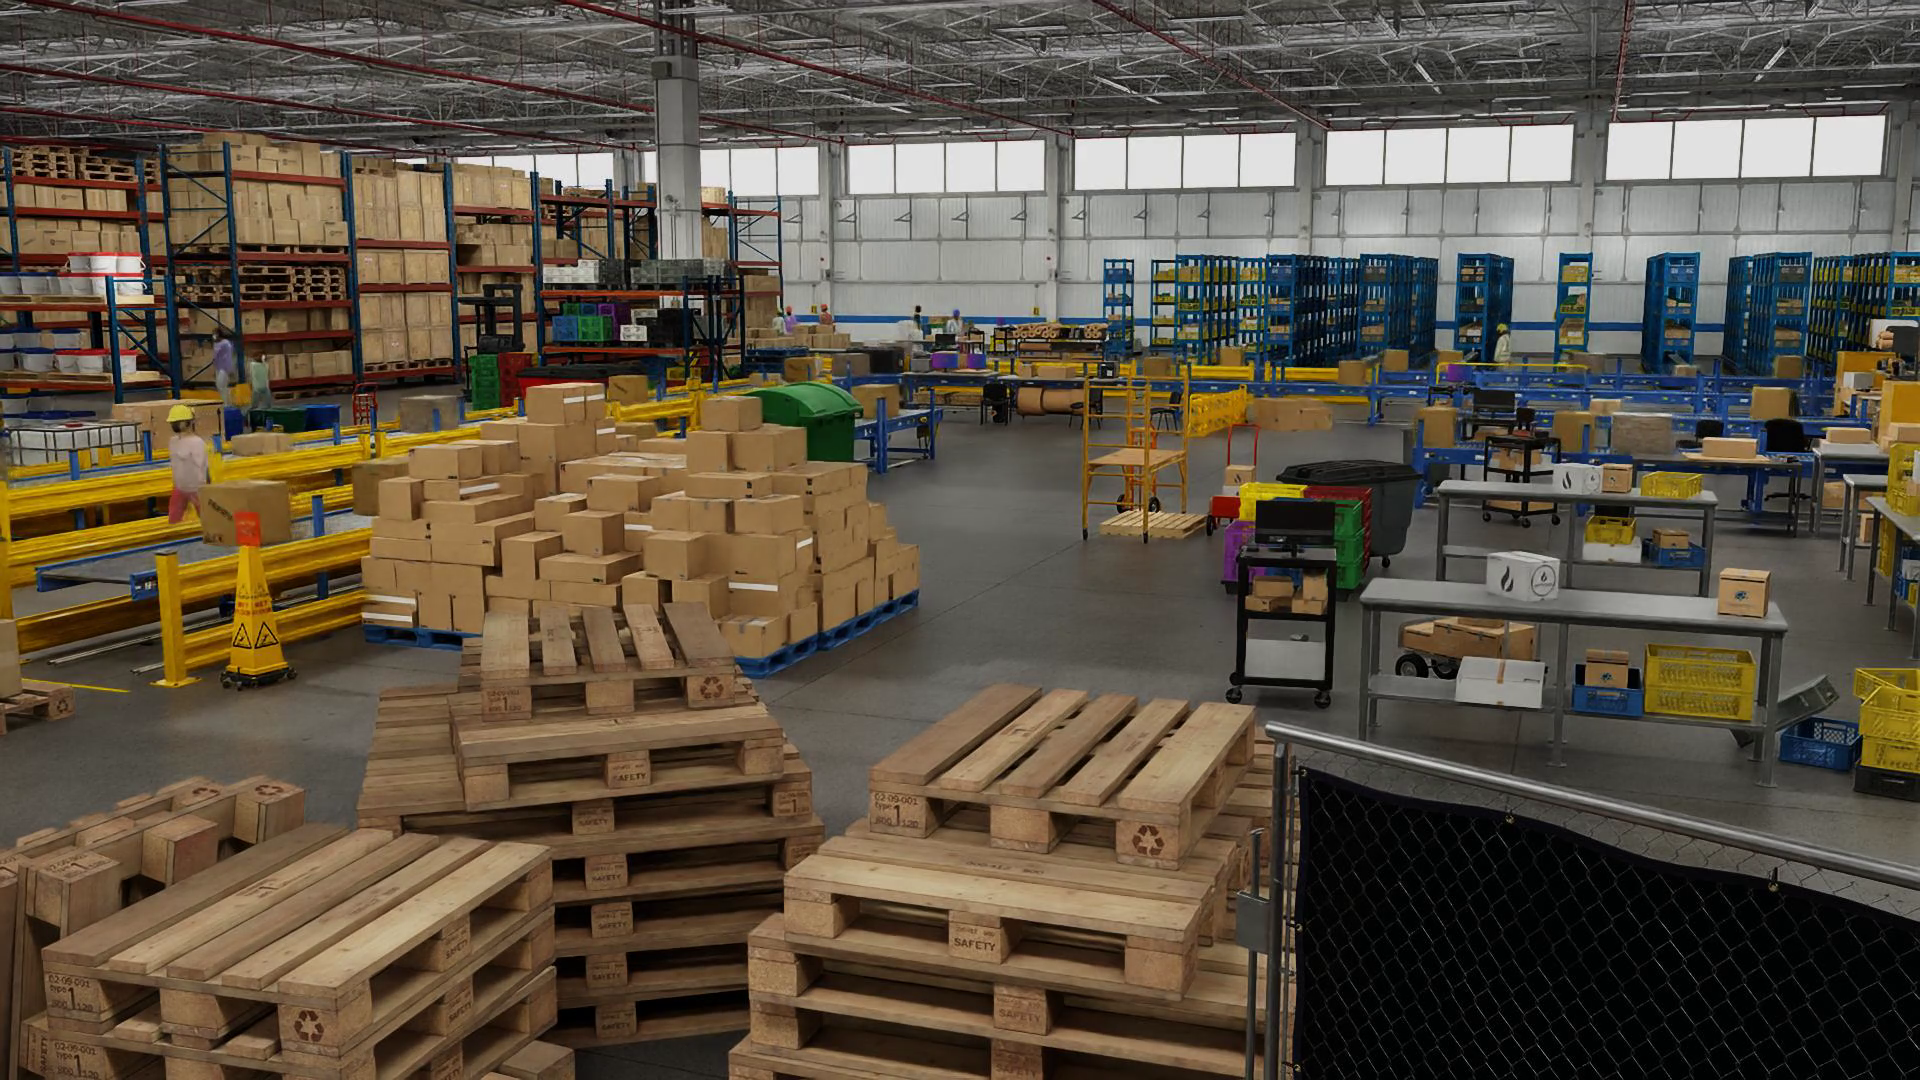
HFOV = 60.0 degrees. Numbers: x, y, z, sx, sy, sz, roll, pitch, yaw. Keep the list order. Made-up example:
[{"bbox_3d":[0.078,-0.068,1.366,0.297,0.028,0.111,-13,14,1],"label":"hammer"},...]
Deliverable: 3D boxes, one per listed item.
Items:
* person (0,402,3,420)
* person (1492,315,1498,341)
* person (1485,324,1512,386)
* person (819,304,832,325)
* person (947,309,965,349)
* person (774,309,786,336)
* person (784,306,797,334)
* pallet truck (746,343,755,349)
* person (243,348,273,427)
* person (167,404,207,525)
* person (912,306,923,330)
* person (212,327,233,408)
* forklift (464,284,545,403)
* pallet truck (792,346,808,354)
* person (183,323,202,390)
[{"bbox_3d":[-15.547,-2.087,26.535,0.611,1.806,0.684,2,9,13],"label":"person"},{"bbox_3d":[18.795,-7.223,58.751,0.705,1.818,0.593,2,9,11],"label":"person"},{"bbox_3d":[13.856,-4.666,42.797,0.912,1.781,0.623,5,10,30],"label":"person"},{"bbox_3d":[-4.929,-7.628,60.756,0.383,1.996,0.609,8,12,41],"label":"person"},{"bbox_3d":[-0.124,-6.517,53.992,0.607,1.932,0.438,-8,12,-40],"label":"person"},{"bbox_3d":[-6.852,-7.933,63.509,0.574,1.719,0.866,3,10,19],"label":"person"},{"bbox_3d":[-6.295,-7.792,62.129,0.553,1.905,0.967,3,10,20],"label":"person"},{"bbox_3d":[-6.183,-4.618,44.264,1.601,1.201,0.680,-9,12,-43],"label":"pallet truck"},{"bbox_3d":[-13.928,-3.021,33.044,0.745,1.612,0.503,4,10,21],"label":"person"},{"bbox_3d":[-7.874,-0.539,17.085,0.532,1.728,0.883,4,10,25],"label":"person"},{"bbox_3d":[-1.591,-8.498,66.806,0.900,1.803,0.660,-1,9,-6],"label":"person"},{"bbox_3d":[-15.927,-3.622,35.828,0.642,1.922,0.482,9,13,44],"label":"person"},{"bbox_3d":[-10.832,-4.702,39.610,1.129,2.768,1.873,3,10,20],"label":"forklift"},{"bbox_3d":[-3.705,-4.298,42.022,0.653,1.274,1.630,3,10,20],"label":"pallet truck"},{"bbox_3d":[-19.343,-4.596,42.064,0.653,1.892,0.436,4,10,24],"label":"person"}]
